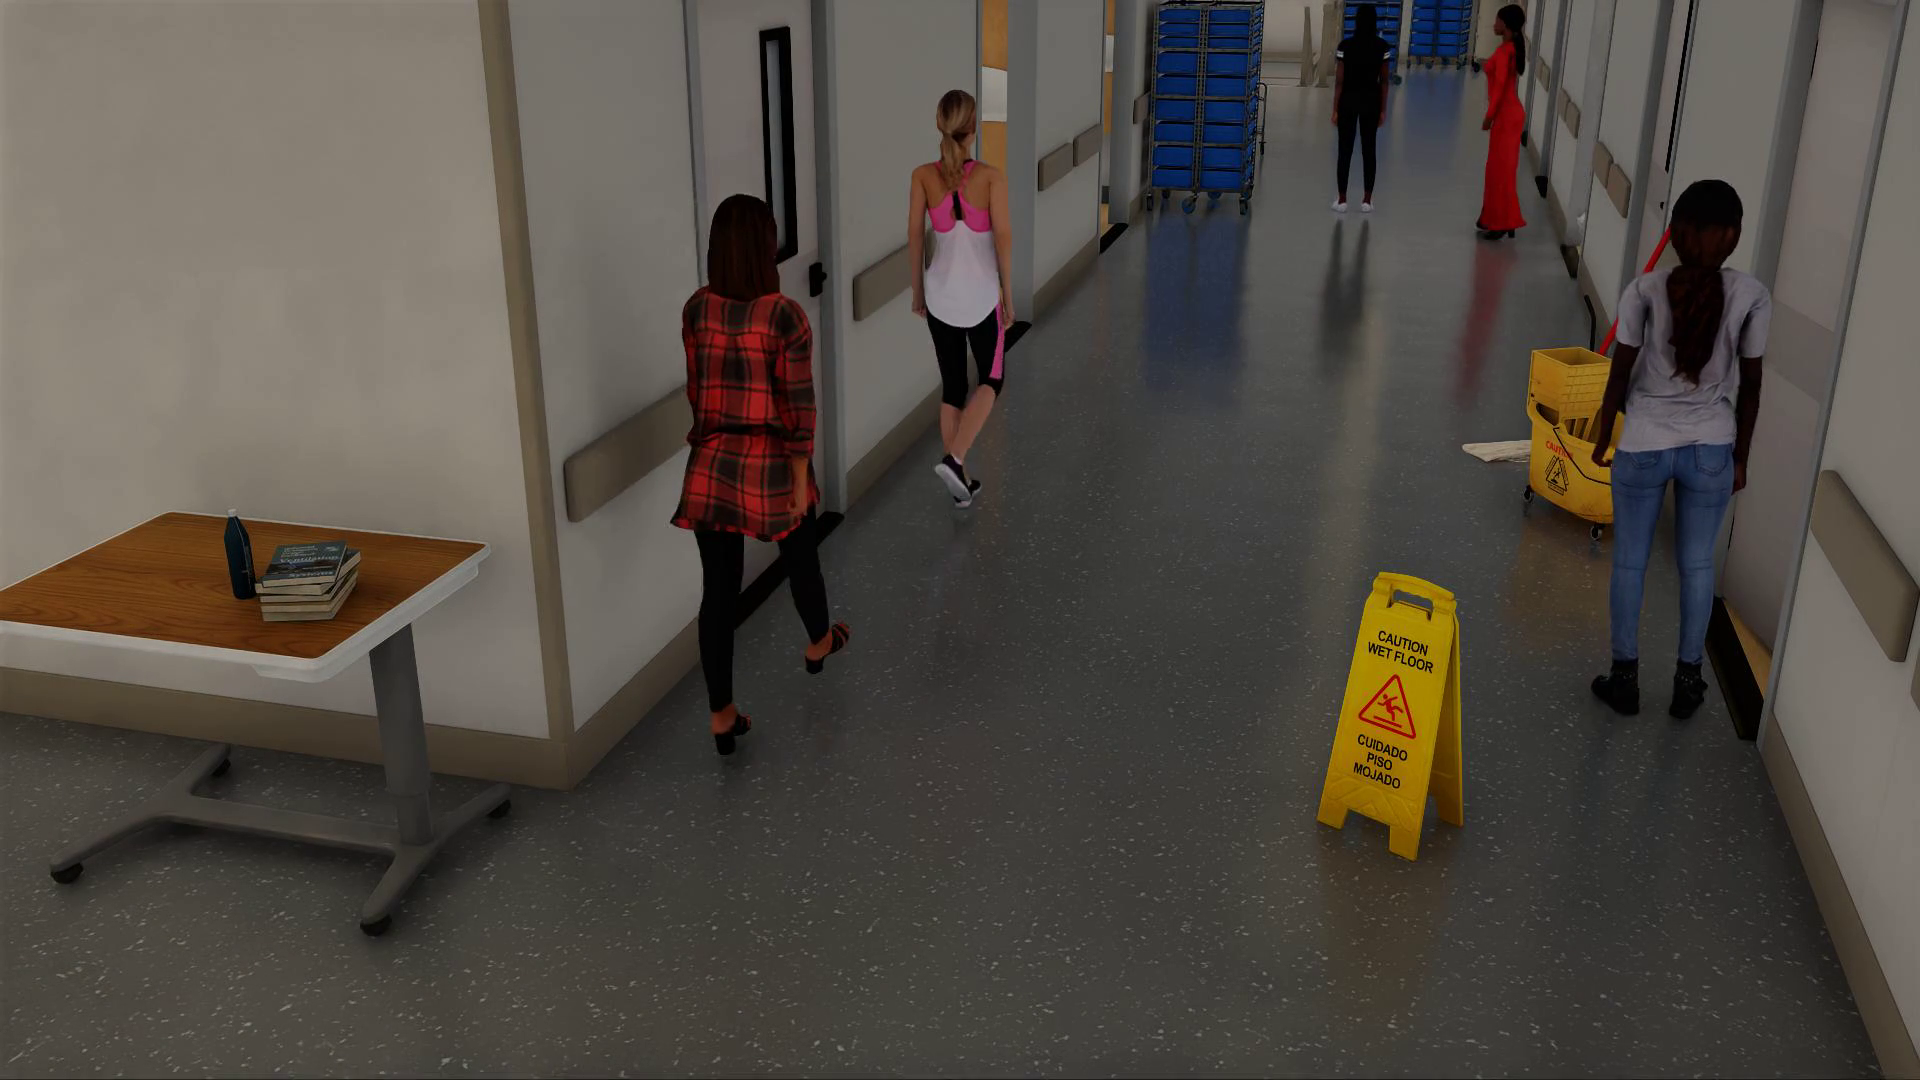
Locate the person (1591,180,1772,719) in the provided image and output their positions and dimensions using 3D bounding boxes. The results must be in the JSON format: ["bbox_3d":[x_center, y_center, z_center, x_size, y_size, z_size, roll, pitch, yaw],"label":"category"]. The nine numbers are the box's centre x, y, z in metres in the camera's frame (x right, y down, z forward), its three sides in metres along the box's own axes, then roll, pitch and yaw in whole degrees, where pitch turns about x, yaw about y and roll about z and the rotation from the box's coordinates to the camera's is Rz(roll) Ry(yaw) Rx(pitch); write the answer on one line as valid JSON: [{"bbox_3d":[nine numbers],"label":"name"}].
[{"bbox_3d":[2.231,-0.260,5.211,0.591,1.722,0.524,7,22,19],"label":"person"}]

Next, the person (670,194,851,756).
[{"bbox_3d":[-0.675,-0.148,5.003,0.680,1.661,1.046,7,22,18],"label":"person"}]

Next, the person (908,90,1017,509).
[{"bbox_3d":[-0.013,-0.955,6.965,0.653,1.781,0.780,7,22,18],"label":"person"}]

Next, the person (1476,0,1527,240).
[{"bbox_3d":[4.318,-3.308,13.178,0.938,1.780,0.754,11,23,26],"label":"person"}]

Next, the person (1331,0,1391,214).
[{"bbox_3d":[3.430,-3.704,14.294,0.649,1.730,0.600,2,21,5],"label":"person"}]
